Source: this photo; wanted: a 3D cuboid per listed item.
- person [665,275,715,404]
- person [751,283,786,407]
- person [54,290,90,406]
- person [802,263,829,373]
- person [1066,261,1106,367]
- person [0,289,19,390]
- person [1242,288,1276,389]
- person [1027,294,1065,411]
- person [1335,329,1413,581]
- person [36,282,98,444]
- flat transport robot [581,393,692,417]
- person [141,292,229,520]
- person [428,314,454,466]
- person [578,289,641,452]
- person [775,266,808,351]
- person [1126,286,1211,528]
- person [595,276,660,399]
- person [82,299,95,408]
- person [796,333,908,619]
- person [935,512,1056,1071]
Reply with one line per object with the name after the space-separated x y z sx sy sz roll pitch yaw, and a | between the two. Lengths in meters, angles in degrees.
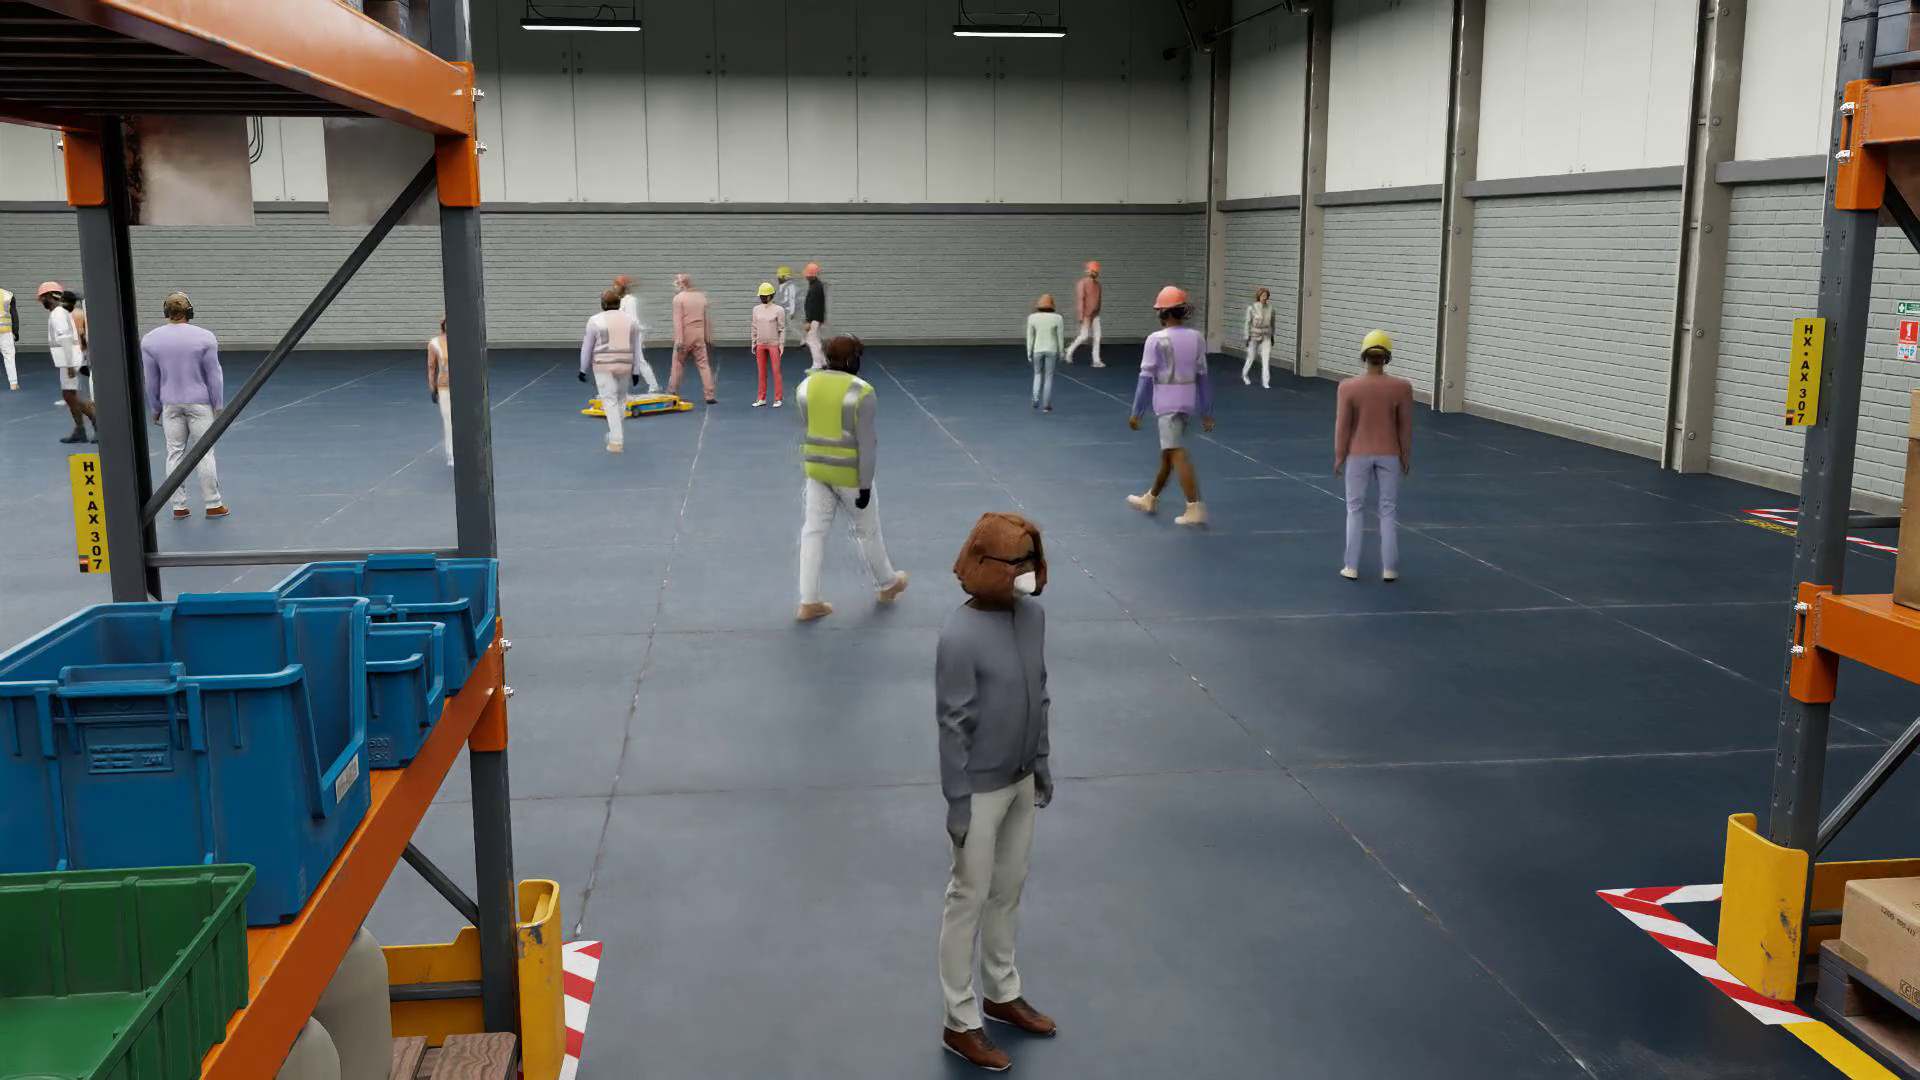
-3.938 -2.889 24.018 0.843 1.856 0.719 8 13 38 | person
-2.720 -2.752 23.539 0.524 1.759 0.328 4 11 20 | person
-12.605 -2.764 23.890 0.818 1.650 0.537 -10 14 -43 | person
-2.558 -3.912 29.411 0.393 1.934 0.742 0 10 2 | person
2.355 -4.190 30.842 0.626 1.969 0.769 -9 14 -40 | person
-15.152 -3.272 26.156 0.636 1.841 0.429 -6 12 -31 | person
4.787 -3.251 26.721 0.535 1.602 0.803 -2 11 -10 | person
1.196 -2.590 23.018 0.513 1.619 0.346 3 11 16 | person
2.893 -0.590 11.664 0.532 1.767 0.325 1 10 8 | person
-10.331 -2.057 19.377 0.695 1.886 0.613 -4 11 -23 | person
-4.390 -1.842 22.623 0.652 0.197 1.431 7 13 35 | flat transport robot
-6.584 -1.133 14.161 0.627 1.941 0.370 -1 10 -7 | person
-5.393 -1.616 17.748 0.529 1.652 0.541 -4 11 -23 | person
-3.996 -1.911 18.786 0.632 1.813 0.799 -8 13 -38 | person
-3.545 -4.794 34.619 0.598 1.805 0.780 10 14 43 | person
1.765 -1.127 14.001 0.654 1.988 1.055 -8 13 -36 | person
-4.891 -2.974 24.590 0.977 1.837 0.581 -6 12 -31 | person
-12.085 -2.769 23.342 0.513 1.864 0.331 7 12 33 | person
-0.724 -0.427 10.689 0.624 1.791 0.954 6 12 29 | person
0.105 0.718 4.868 0.275 1.628 0.498 7 12 33 | person
